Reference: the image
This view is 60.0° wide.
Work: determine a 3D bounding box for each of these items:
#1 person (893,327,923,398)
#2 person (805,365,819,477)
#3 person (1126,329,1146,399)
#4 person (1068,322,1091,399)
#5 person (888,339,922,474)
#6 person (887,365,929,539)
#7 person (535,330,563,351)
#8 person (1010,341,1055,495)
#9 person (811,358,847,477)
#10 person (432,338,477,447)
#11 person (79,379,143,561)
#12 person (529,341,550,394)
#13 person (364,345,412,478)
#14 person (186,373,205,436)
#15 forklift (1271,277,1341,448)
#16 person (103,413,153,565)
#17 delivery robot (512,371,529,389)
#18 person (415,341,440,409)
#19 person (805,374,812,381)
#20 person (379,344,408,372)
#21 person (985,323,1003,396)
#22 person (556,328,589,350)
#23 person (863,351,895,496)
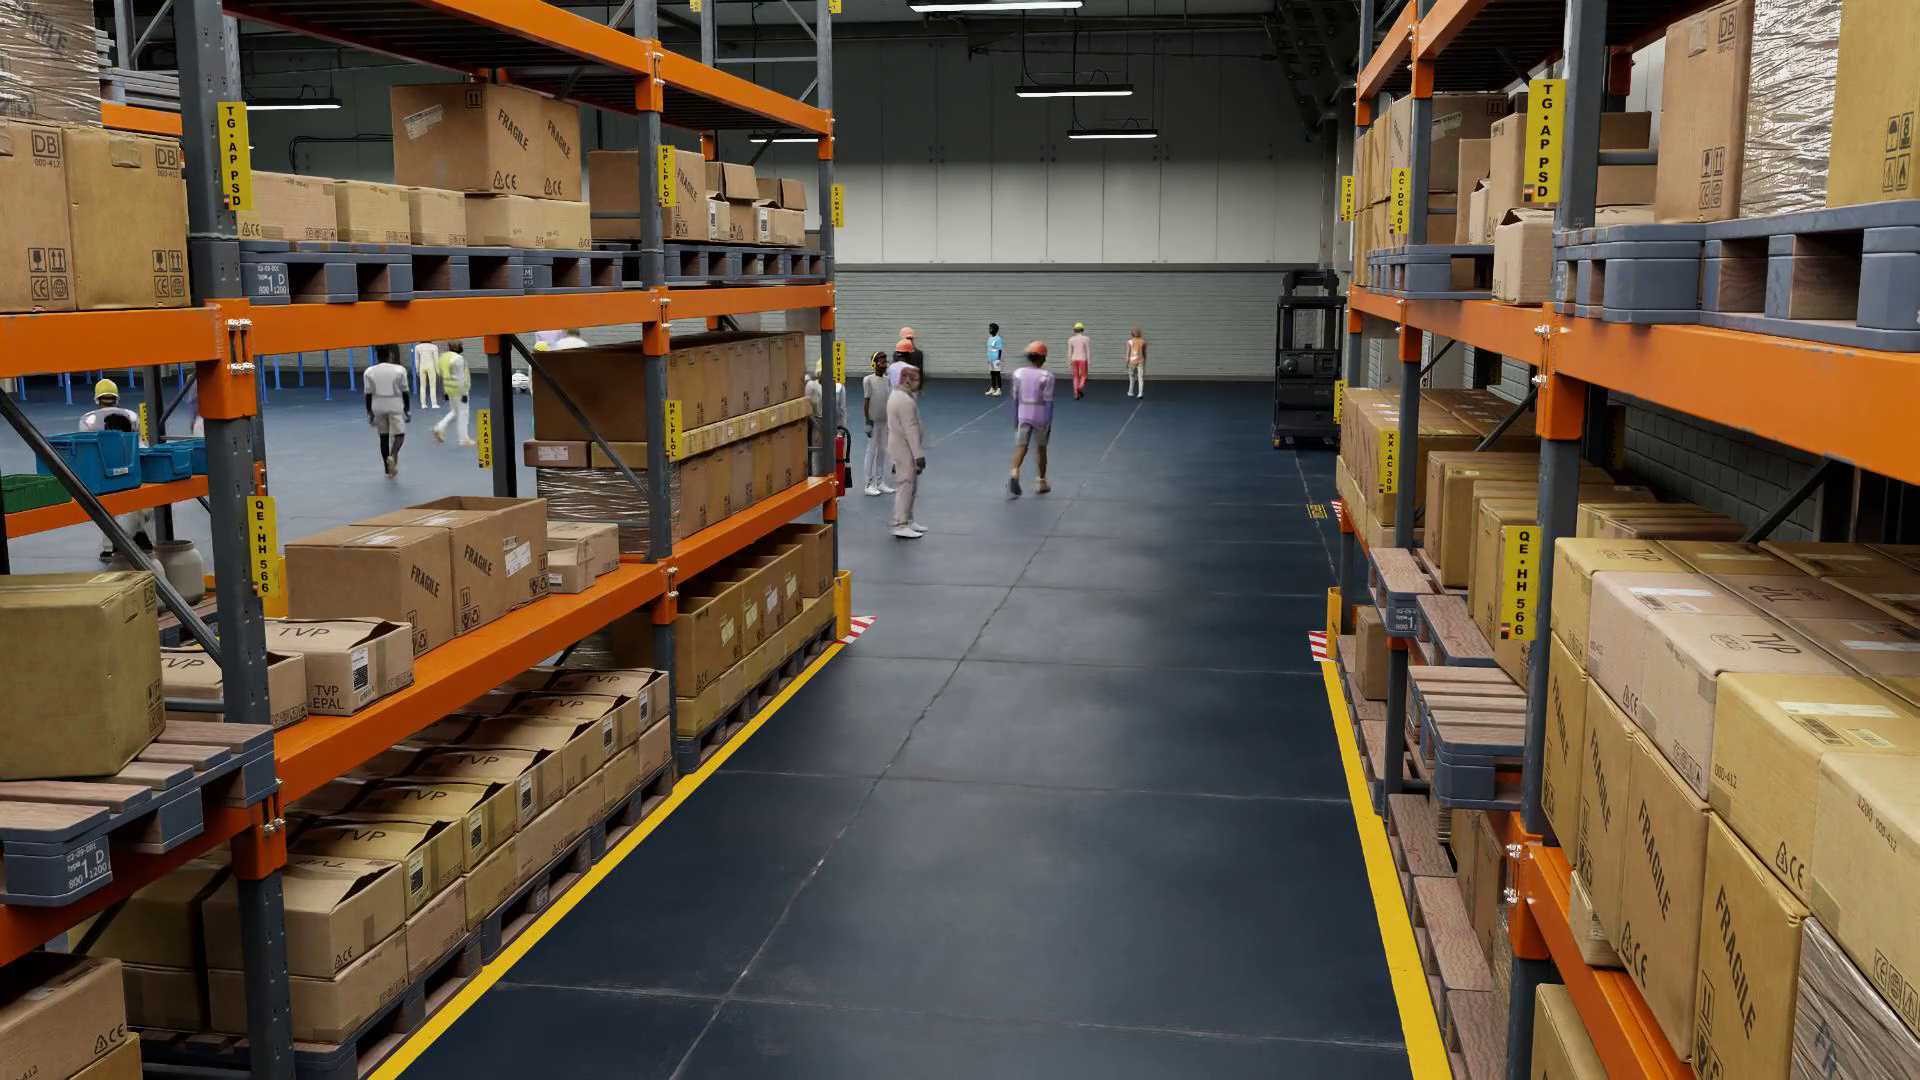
[{"bbox_3d":[-0.842,-2.595,28.033,0.629,1.972,0.628,-9,13,-42],"label":"person"},{"bbox_3d":[-2.073,-1.411,21.230,0.539,1.806,0.814,-1,9,-4],"label":"person"},{"bbox_3d":[4.042,-4.049,38.169,0.519,1.586,0.870,-2,9,-11],"label":"person"},{"bbox_3d":[2.727,-4.078,37.884,0.541,1.742,0.434,3,10,20],"label":"person"},{"bbox_3d":[-0.798,-1.920,23.976,0.363,1.938,0.546,-8,12,-41],"label":"person"},{"bbox_3d":[-0.556,-0.969,18.260,0.463,1.891,0.689,-1,9,-8],"label":"person"},{"bbox_3d":[-9.601,-4.327,38.938,0.637,1.902,0.406,-3,10,-16],"label":"person"},{"bbox_3d":[0.926,-1.589,21.703,0.612,2.020,0.899,4,10,24],"label":"person"},{"bbox_3d":[-1.786,-1.498,21.804,0.600,1.806,0.792,0,9,-2],"label":"person"},{"bbox_3d":[-8.419,-2.461,27.662,0.604,1.826,0.631,-8,12,-39],"label":"person"},{"bbox_3d":[-8.574,-0.710,16.833,0.591,1.834,0.404,-8,12,-41],"label":"person"},{"bbox_3d":[-6.869,-2.385,27.373,0.533,1.767,0.313,7,12,37],"label":"person"},{"bbox_3d":[-8.058,-1.833,23.398,0.619,1.950,0.656,-1,9,-6],"label":"person"},{"bbox_3d":[-9.788,-1.529,21.730,0.650,1.879,1.019,-1,9,-7],"label":"person"},{"bbox_3d":[5.847,-3.016,27.970,1.129,2.768,1.873,1,9,9],"label":"forklift"},{"bbox_3d":[-7.526,-0.306,14.892,0.552,1.646,0.864,8,12,42],"label":"person"},{"bbox_3d":[-10.522,-3.795,39.634,0.477,0.478,0.707,-7,12,-38],"label":"delivery robot"},{"bbox_3d":[-11.307,-3.606,35.313,0.510,1.631,0.270,1,9,3],"label":"person"},{"bbox_3d":[-2.447,-1.943,24.917,0.534,1.688,0.370,1,9,9],"label":"person"},{"bbox_3d":[-15.988,-5.636,46.709,0.916,2.000,0.708,4,10,25],"label":"person"},{"bbox_3d":[0.811,-4.222,38.913,0.322,1.696,0.536,-5,10,-28],"label":"person"},{"bbox_3d":[-7.297,-3.133,31.476,0.654,1.926,0.440,1,9,6],"label":"person"},{"bbox_3d":[-1.061,-1.535,21.805,0.327,1.874,0.517,7,12,37],"label":"person"}]
